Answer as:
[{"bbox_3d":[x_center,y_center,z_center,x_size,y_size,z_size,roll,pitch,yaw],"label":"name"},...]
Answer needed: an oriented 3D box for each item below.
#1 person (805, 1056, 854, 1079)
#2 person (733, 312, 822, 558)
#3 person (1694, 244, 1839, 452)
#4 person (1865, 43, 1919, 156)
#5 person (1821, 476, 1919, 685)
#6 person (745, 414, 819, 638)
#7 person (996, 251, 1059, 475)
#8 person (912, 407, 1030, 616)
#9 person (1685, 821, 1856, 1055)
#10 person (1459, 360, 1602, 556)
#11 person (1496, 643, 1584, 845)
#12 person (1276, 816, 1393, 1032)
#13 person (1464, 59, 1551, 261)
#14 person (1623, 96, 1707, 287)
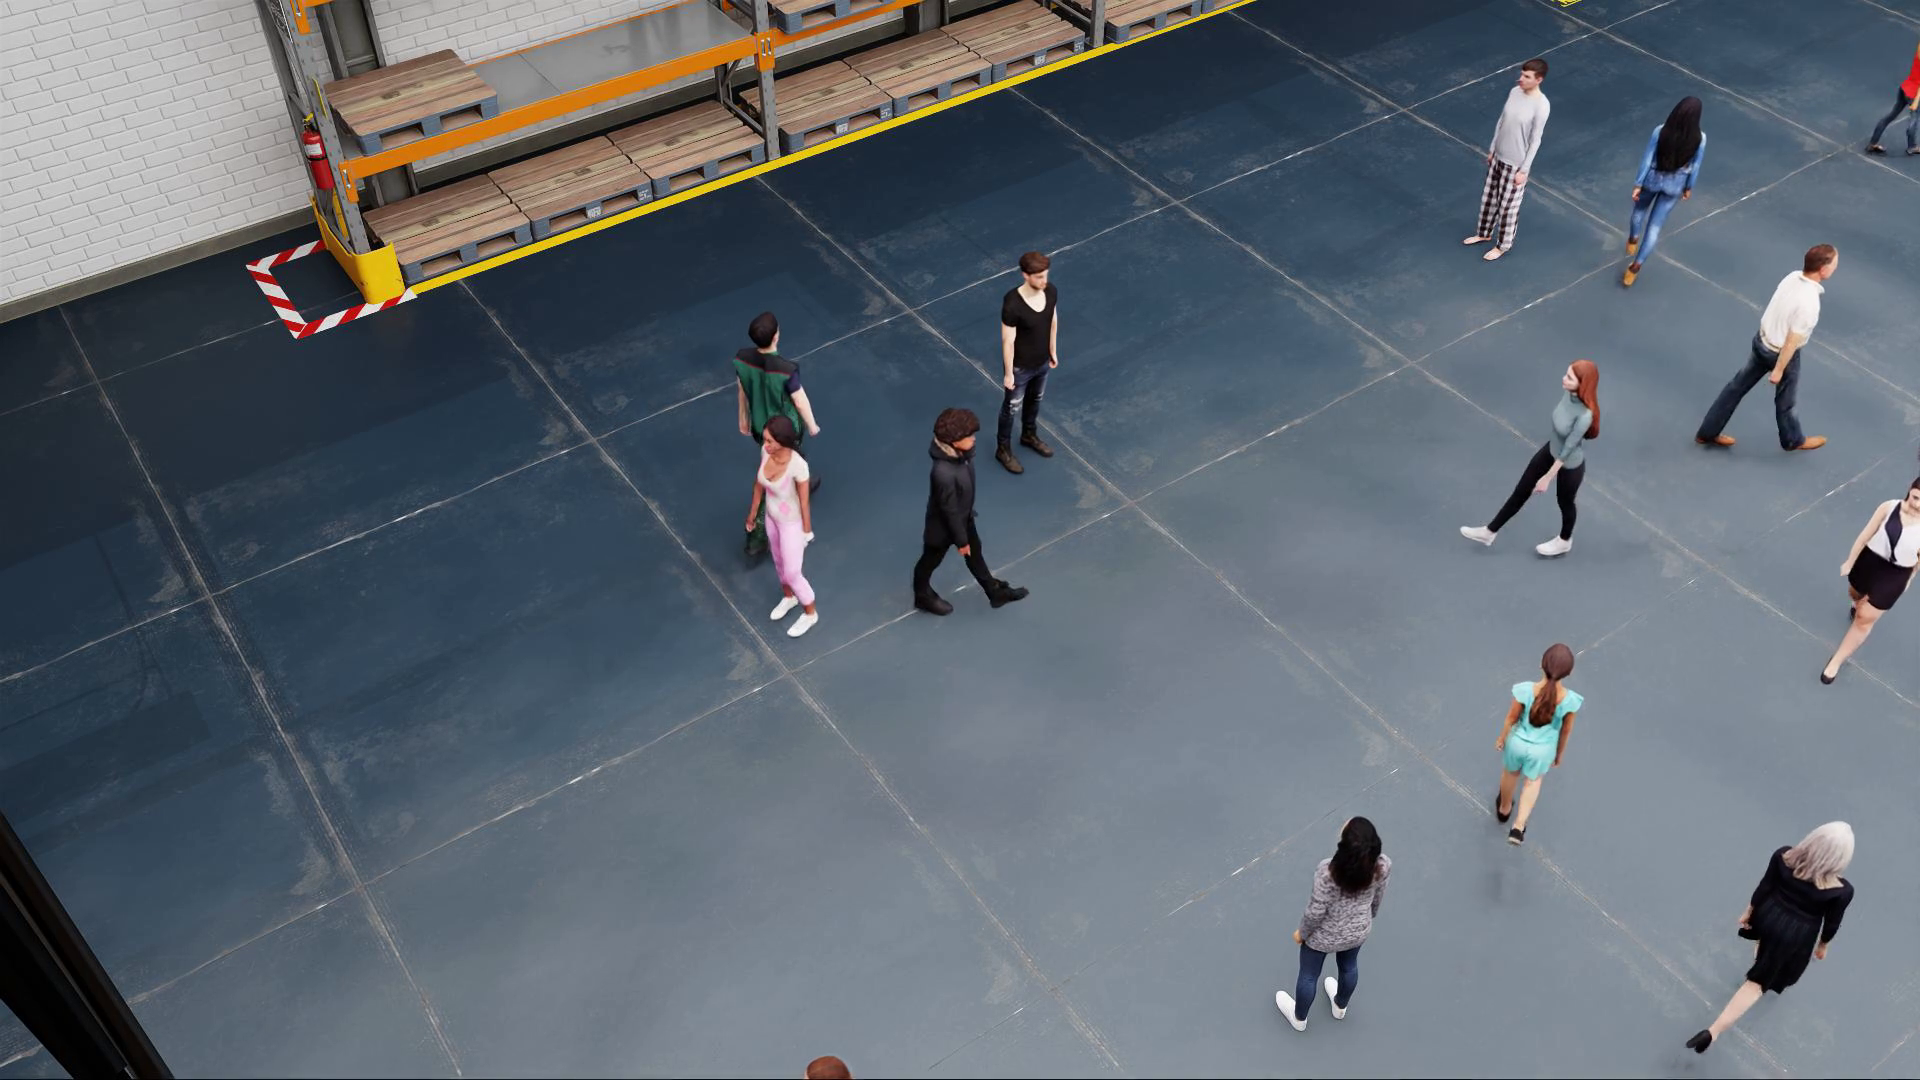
[{"bbox_3d":[-0.542,2.927,7.922,0.639,1.720,0.678,-15,46,-16],"label":"person"},{"bbox_3d":[-1.328,-0.713,11.640,0.977,1.862,1.322,26,49,24],"label":"person"},{"bbox_3d":[5.968,-1.399,12.395,1.250,1.814,1.146,4,44,4],"label":"person"},{"bbox_3d":[8.939,-4.227,15.742,0.872,1.291,0.749,-1,44,-1],"label":"person"},{"bbox_3d":[6.039,0.171,10.890,0.821,1.616,1.141,26,50,25],"label":"person"},{"bbox_3d":[-1.139,-0.175,11.167,0.636,1.736,0.622,34,53,30],"label":"person"},{"bbox_3d":[0.484,-1.341,12.277,0.511,1.892,0.728,-30,51,-28],"label":"person"},{"bbox_3d":[-0.161,-0.158,11.150,1.108,1.733,1.067,9,44,10],"label":"person"},{"bbox_3d":[4.302,2.121,8.778,1.146,1.706,0.670,-30,51,-28],"label":"person"},{"bbox_3d":[4.252,-0.513,11.542,1.126,1.708,0.961,-2,44,-2],"label":"person"},{"bbox_3d":[3.365,1.249,9.810,0.798,1.545,0.895,13,45,14],"label":"person"},{"bbox_3d":[2.003,2.044,8.839,0.570,1.733,0.730,-12,45,-12],"label":"person"},{"bbox_3d":[4.775,-3.304,14.370,0.574,1.847,0.653,-19,47,-19],"label":"person"},{"bbox_3d":[5.923,-2.914,14.079,0.941,1.684,1.098,17,46,17],"label":"person"}]
